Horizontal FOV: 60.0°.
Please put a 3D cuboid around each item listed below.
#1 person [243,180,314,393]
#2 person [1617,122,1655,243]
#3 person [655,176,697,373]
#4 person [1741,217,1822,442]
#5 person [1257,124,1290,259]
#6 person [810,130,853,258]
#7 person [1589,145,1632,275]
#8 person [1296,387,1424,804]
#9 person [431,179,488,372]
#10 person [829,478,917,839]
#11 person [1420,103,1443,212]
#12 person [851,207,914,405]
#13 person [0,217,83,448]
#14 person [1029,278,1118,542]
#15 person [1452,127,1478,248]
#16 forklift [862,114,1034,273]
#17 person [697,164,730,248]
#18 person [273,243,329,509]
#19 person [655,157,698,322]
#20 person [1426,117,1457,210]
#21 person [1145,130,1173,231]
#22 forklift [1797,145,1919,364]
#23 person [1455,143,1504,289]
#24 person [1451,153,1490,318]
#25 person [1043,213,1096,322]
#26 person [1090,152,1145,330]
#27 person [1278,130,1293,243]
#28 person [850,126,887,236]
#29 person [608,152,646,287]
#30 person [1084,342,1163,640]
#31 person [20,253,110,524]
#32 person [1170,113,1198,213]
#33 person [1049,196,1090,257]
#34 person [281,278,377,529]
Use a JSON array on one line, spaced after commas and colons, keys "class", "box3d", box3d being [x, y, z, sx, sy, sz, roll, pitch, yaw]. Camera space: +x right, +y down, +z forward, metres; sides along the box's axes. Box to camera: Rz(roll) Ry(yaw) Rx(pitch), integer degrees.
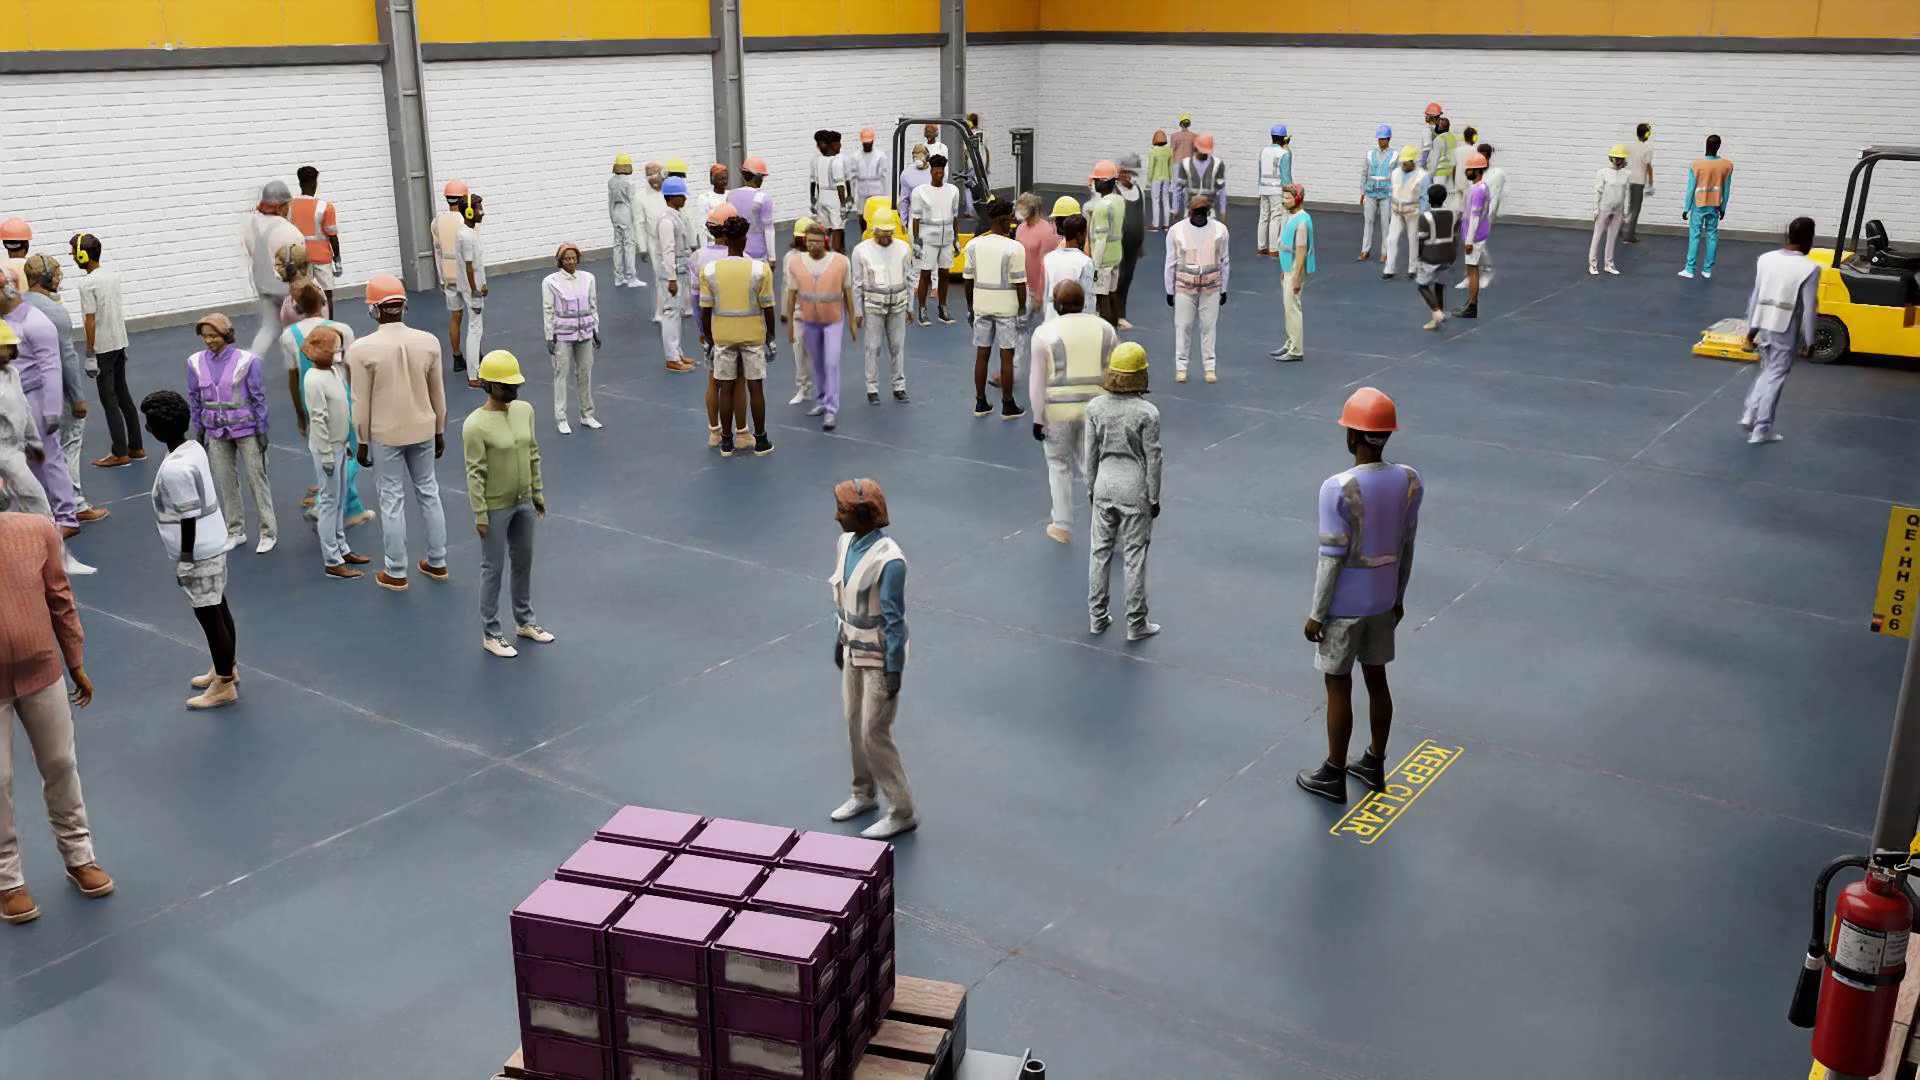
[{"class": "person", "box3d": [-6.494, -2.427, 15.847, 0.678, 2.000, 0.923, 8, 19, 22]}, {"class": "person", "box3d": [10.586, -5.564, 25.960, 0.367, 1.854, 0.533, -7, 19, -22]}, {"class": "person", "box3d": [-2.873, -2.682, 16.793, 0.402, 1.949, 0.605, 0, 18, 0]}, {"class": "person", "box3d": [6.899, -1.751, 13.957, 0.455, 1.900, 0.617, -7, 19, -21]}, {"class": "person", "box3d": [4.609, -5.111, 24.415, 0.415, 1.939, 0.604, -10, 20, -29]}, {"class": "person", "box3d": [-1.813, -4.837, 23.561, 0.644, 1.932, 0.549, 6, 19, 19]}, {"class": "person", "box3d": [8.972, -4.548, 22.926, 0.523, 1.769, 0.309, -4, 18, -11]}, {"class": "person", "box3d": [1.809, 0.258, 7.615, 0.552, 1.936, 0.360, -9, 20, -26]}, {"class": "person", "box3d": [-4.992, -2.642, 16.708, 0.550, 1.925, 0.390, 6, 19, 19]}, {"class": "person", "box3d": [-0.389, 0.513, 7.319, 0.319, 1.628, 0.527, -10, 20, -29]}, {"class": "person", "box3d": [7.859, -6.272, 27.865, 0.364, 2.048, 0.611, 15, 23, 39]}, {"class": "person", "box3d": [-0.700, -2.157, 15.364, 0.601, 1.821, 0.403, -7, 19, -20]}, {"class": "person", "box3d": [-7.589, -1.654, 13.599, 0.551, 1.934, 0.373, -6, 19, -18]}, {"class": "person", "box3d": [0.796, -0.847, 11.282, 0.640, 1.820, 0.590, -7, 19, -21]}, {"class": "person", "box3d": [7.793, -5.402, 25.528, 0.531, 1.809, 1.004, 17, 24, 42]}, {"class": "forklift", "box3d": [-0.171, -4.594, 22.377, 2.313, 2.155, 1.214, 1, 18, 3]}, {"class": "person", "box3d": [-2.691, -3.284, 18.782, 0.345, 1.882, 0.584, 15, 23, 38]}, {"class": "person", "box3d": [-4.742, -1.195, 12.160, 0.352, 1.937, 0.635, -3, 18, -10]}, {"class": "person", "box3d": [-3.275, -3.496, 19.431, 0.769, 1.896, 0.616, -5, 18, -15]}, {"class": "person", "box3d": [7.922, -6.042, 27.487, 0.430, 1.838, 0.625, 15, 23, 39]}, {"class": "person", "box3d": [3.286, -5.921, 27.435, 0.507, 1.631, 0.276, -10, 20, -28]}, {"class": "forklift", "box3d": [9.803, -2.879, 17.013, 2.313, 2.155, 1.214, 12, 21, 33]}, {"class": "person", "box3d": [6.723, -4.174, 21.547, 0.461, 1.894, 0.607, -10, 20, -28]}, {"class": "person", "box3d": [6.059, -3.604, 19.711, 0.387, 1.930, 0.545, 6, 19, 18]}, {"class": "person", "box3d": [0.928, -1.784, 14.039, 0.392, 1.918, 0.589, -13, 22, -36]}, {"class": "person", "box3d": [1.832, -3.383, 18.837, 0.721, 2.000, 0.544, -14, 23, -38]}, {"class": "person", "box3d": [5.036, -5.536, 26.039, 0.339, 1.761, 0.528, 5, 18, 16]}, {"class": "person", "box3d": [-1.344, -5.187, 24.702, 0.557, 1.905, 0.713, 1, 18, 4]}, {"class": "person", "box3d": [-4.413, -4.228, 21.962, 0.493, 1.742, 0.322, 13, 22, 35]}, {"class": "person", "box3d": [0.950, -0.282, 9.621, 0.484, 1.744, 0.295, 11, 21, 31]}, {"class": "person", "box3d": [-6.383, -1.052, 11.736, 0.634, 1.930, 0.384, 12, 21, 33]}, {"class": "person", "box3d": [3.987, -6.728, 29.763, 0.532, 1.758, 0.344, -3, 18, -8]}, {"class": "person", "box3d": [0.996, -2.188, 15.307, 0.393, 1.919, 0.581, 6, 19, 17]}, {"class": "person", "box3d": [-4.331, -0.891, 11.427, 0.541, 1.807, 0.730, 4, 18, 11]}]
